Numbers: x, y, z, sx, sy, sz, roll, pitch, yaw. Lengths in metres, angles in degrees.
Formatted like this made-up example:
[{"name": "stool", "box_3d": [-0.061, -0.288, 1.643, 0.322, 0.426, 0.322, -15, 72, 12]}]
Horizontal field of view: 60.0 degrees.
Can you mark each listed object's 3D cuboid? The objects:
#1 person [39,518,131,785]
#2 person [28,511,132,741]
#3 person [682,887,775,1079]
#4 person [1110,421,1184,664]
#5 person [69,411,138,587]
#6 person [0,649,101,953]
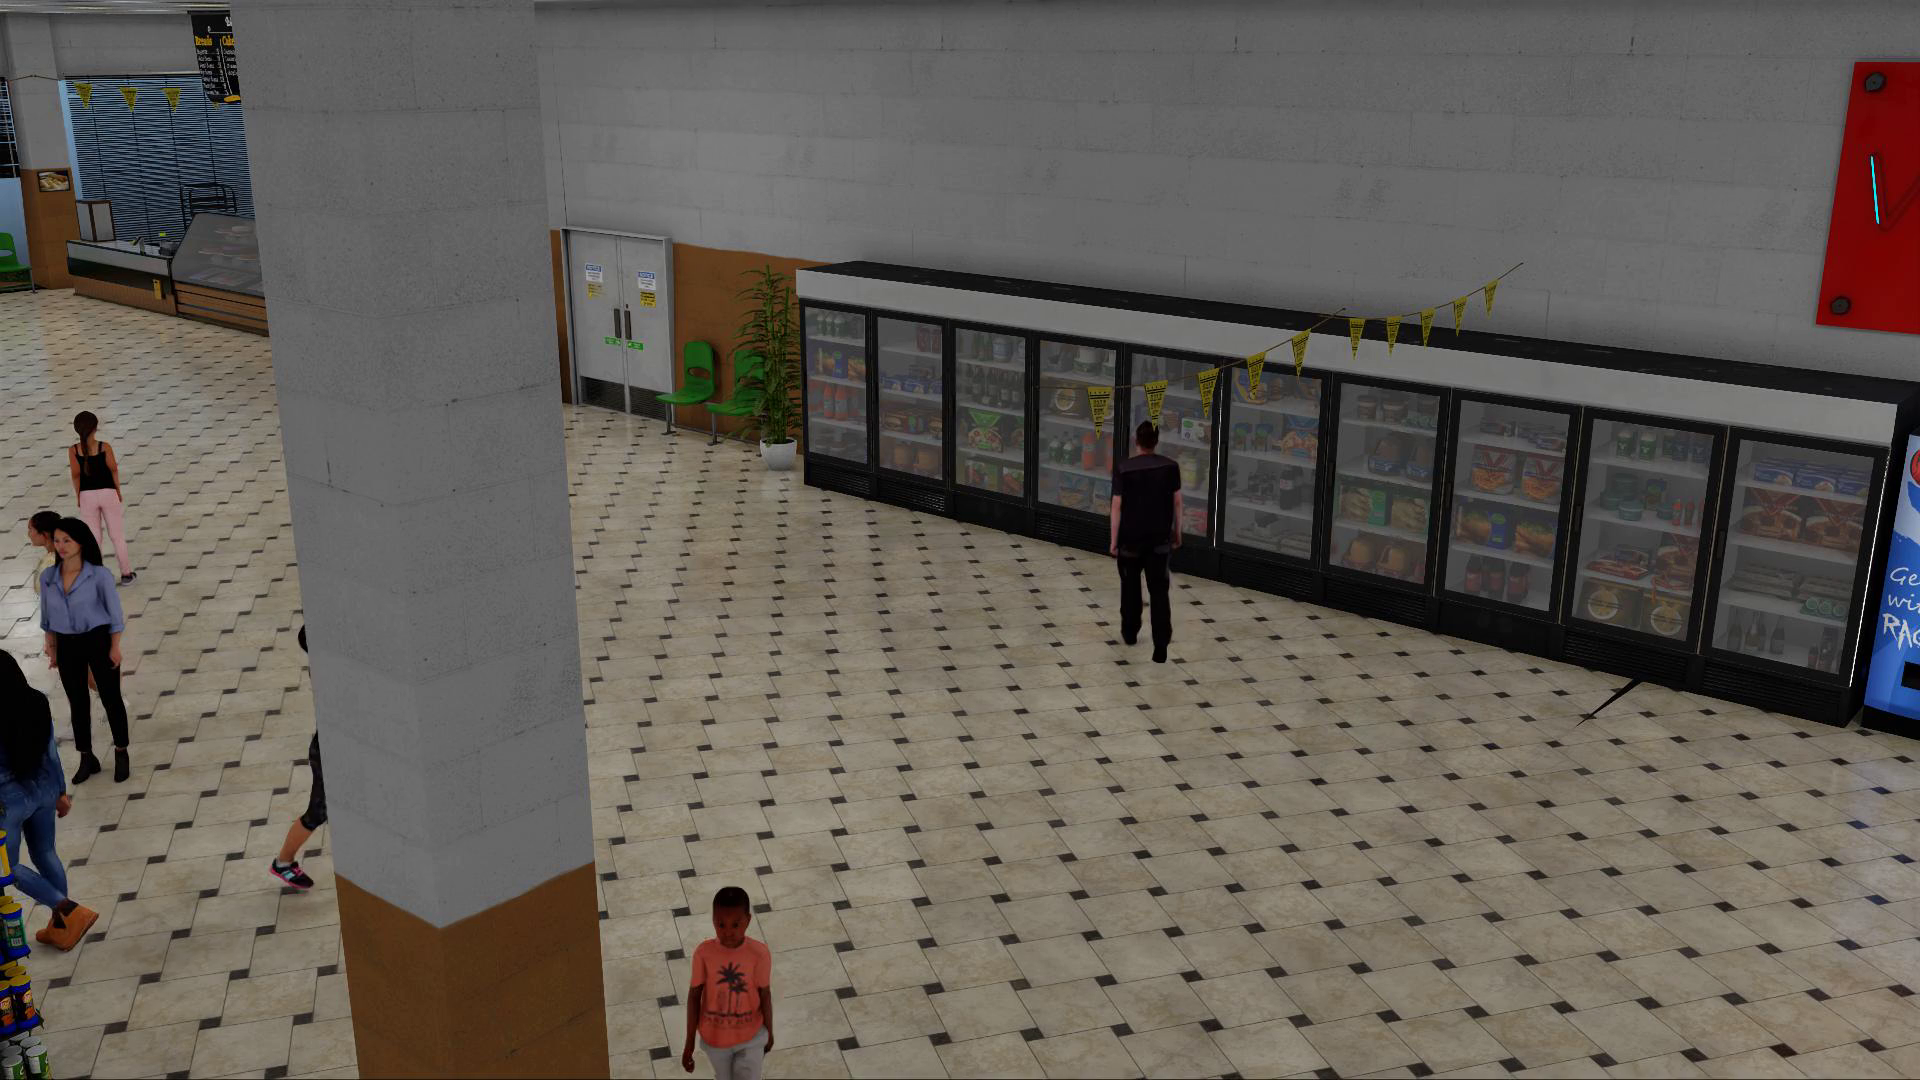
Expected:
[{"name": "person", "box_3d": [-5.533, 0.700, 10.557, 0.714, 1.743, 0.771, -1, 17, -4]}, {"name": "person", "box_3d": [-5.902, 0.578, 11.164, 0.904, 1.623, 0.844, -1, 17, -3]}, {"name": "person", "box_3d": [-0.951, 2.026, 6.988, 0.807, 1.278, 0.950, 2, 17, 5]}, {"name": "person", "box_3d": [1.427, 0.029, 12.629, 1.189, 1.822, 1.262, -1, 17, -3]}, {"name": "person", "box_3d": [-7.416, -0.353, 14.329, 0.569, 1.566, 0.664, -8, 18, -23]}, {"name": "person", "box_3d": [-4.674, 1.371, 8.422, 0.875, 1.700, 0.842, 6, 18, 19]}]
